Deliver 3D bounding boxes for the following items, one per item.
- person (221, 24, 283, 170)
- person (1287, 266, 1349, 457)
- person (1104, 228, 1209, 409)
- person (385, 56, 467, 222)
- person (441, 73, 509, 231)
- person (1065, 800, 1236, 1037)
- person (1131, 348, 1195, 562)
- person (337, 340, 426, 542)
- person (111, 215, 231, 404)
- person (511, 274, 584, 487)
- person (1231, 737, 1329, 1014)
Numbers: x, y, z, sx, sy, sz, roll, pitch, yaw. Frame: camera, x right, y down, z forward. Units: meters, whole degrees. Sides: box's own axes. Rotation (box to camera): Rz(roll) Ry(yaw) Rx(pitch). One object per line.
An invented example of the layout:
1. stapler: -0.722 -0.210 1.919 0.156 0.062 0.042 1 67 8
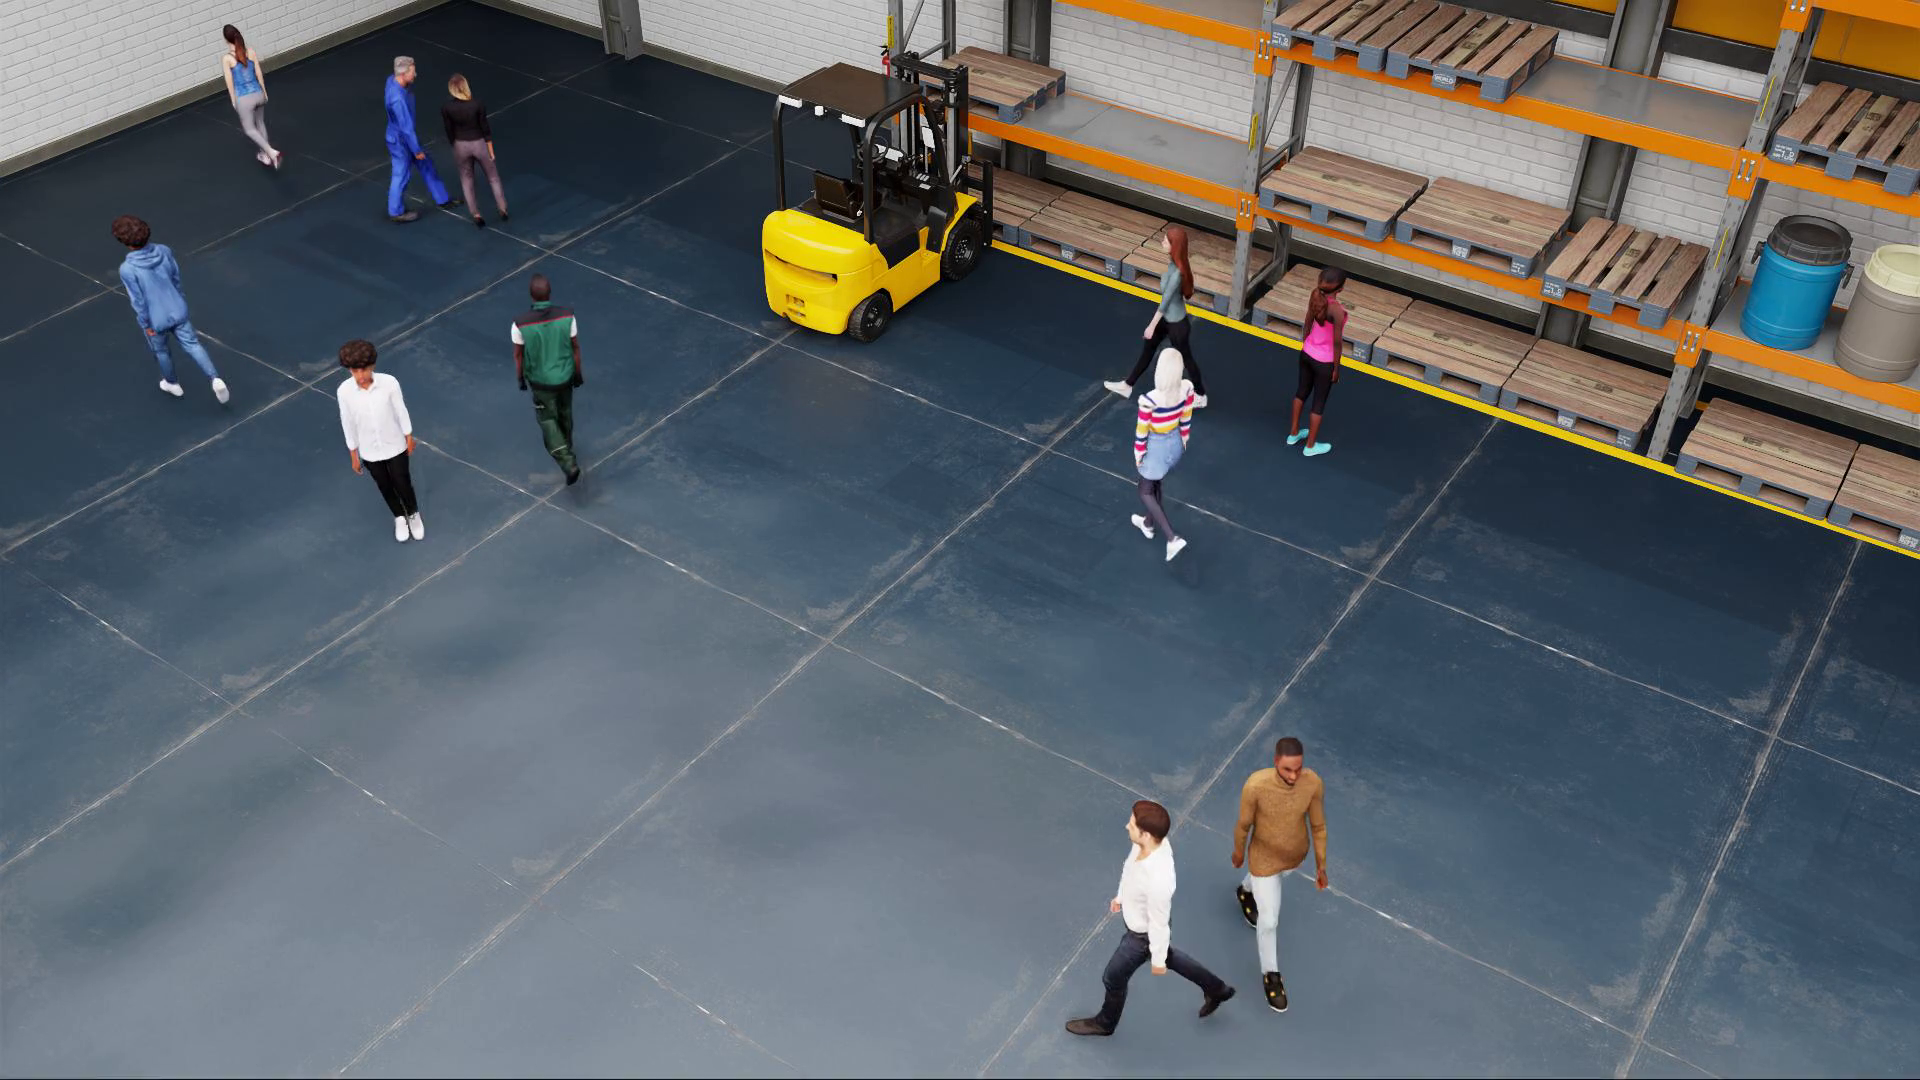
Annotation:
1. person: -7.615 -4.729 17.910 0.922 1.592 0.602 28 46 30
2. person: 2.962 -1.496 13.757 0.710 1.722 0.608 -20 43 -23
3. person: 1.894 -1.819 14.192 1.209 1.685 0.952 4 39 5
4. person: -5.745 -4.047 16.906 1.160 1.779 1.095 -9 39 -11
5. person: -4.958 -3.876 16.786 0.709 1.662 0.754 -6 39 -7
6. person: 1.121 2.118 9.145 1.278 1.831 1.107 0 39 -1
7. person: 1.567 -0.636 12.626 0.910 1.789 1.098 -19 42 -22
8. person: -4.461 -0.797 12.821 0.740 1.798 0.796 -7 39 -9
9. person: -6.778 -1.941 14.267 1.093 1.783 0.721 27 46 30
10. person: -3.281 -1.272 13.398 0.967 1.821 1.183 -19 42 -22
11. person: 1.812 1.749 9.654 1.154 1.772 1.232 -7 39 -8
